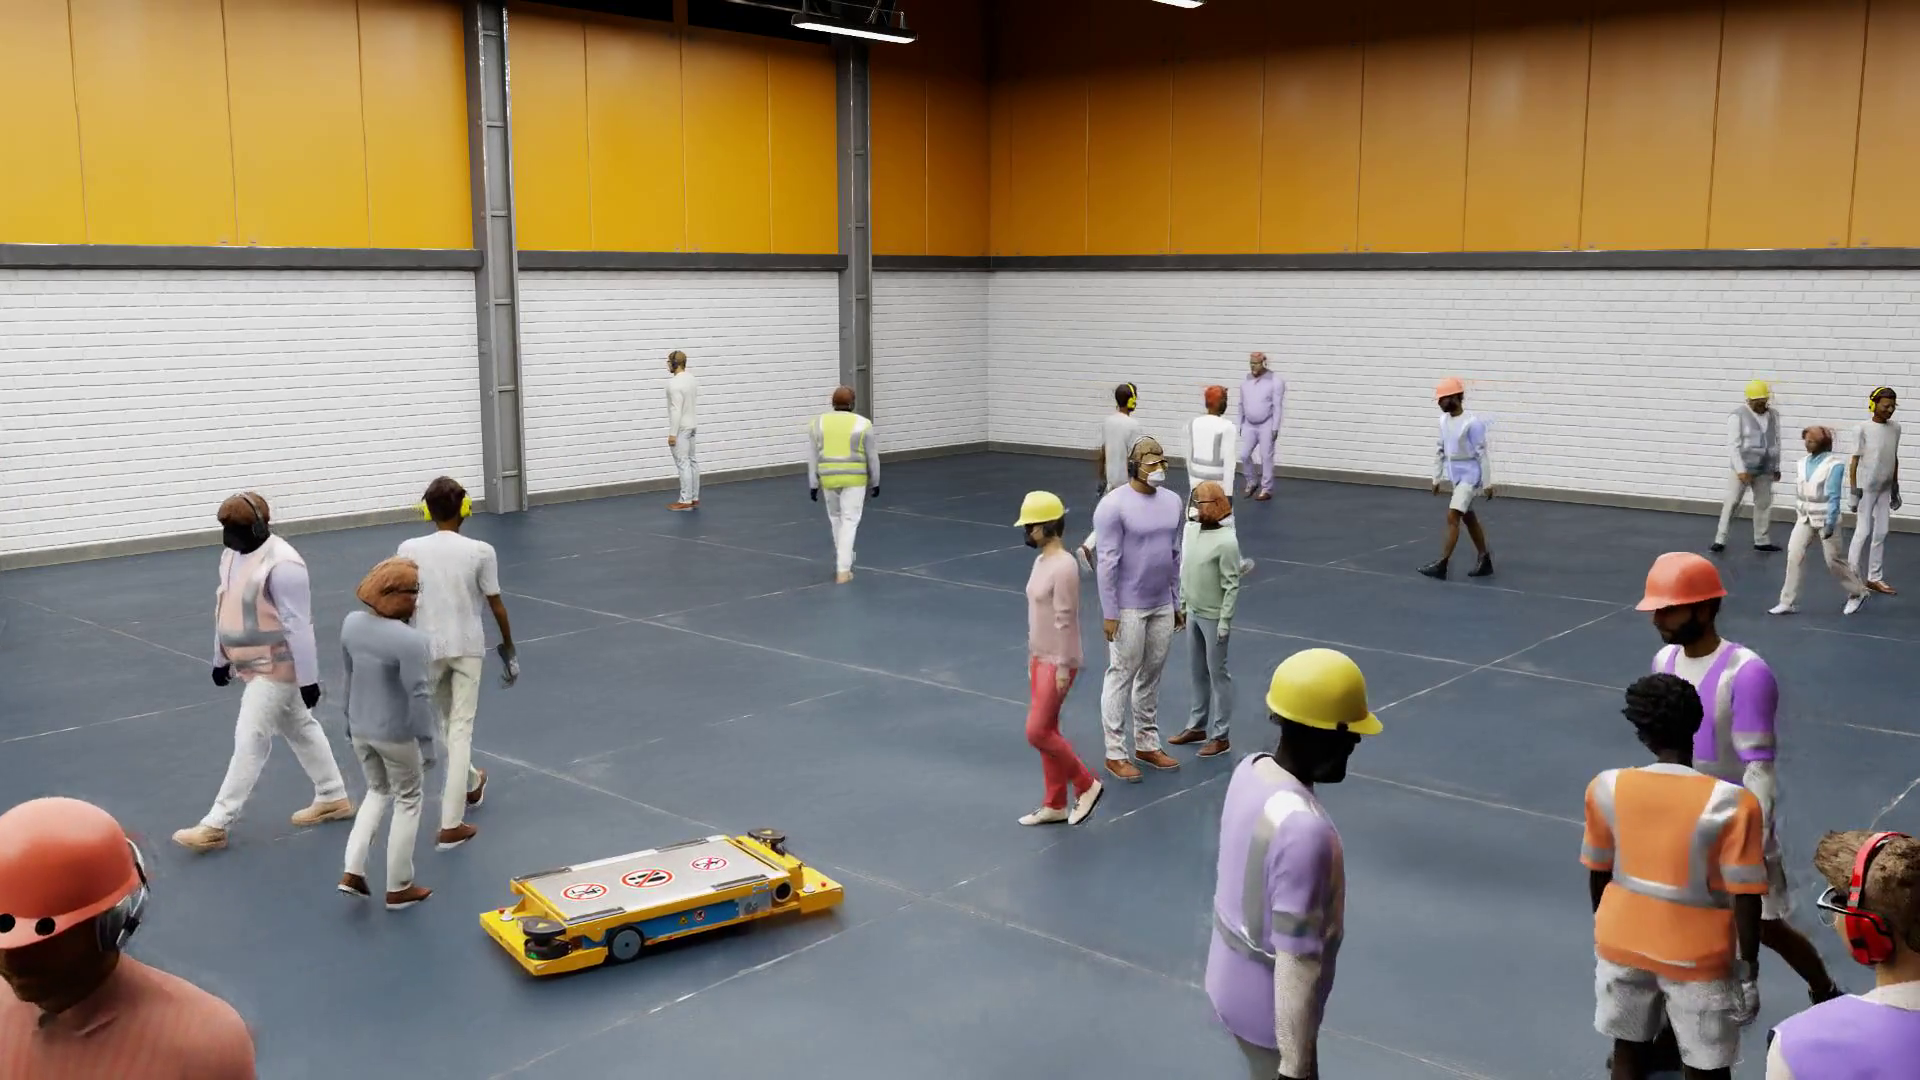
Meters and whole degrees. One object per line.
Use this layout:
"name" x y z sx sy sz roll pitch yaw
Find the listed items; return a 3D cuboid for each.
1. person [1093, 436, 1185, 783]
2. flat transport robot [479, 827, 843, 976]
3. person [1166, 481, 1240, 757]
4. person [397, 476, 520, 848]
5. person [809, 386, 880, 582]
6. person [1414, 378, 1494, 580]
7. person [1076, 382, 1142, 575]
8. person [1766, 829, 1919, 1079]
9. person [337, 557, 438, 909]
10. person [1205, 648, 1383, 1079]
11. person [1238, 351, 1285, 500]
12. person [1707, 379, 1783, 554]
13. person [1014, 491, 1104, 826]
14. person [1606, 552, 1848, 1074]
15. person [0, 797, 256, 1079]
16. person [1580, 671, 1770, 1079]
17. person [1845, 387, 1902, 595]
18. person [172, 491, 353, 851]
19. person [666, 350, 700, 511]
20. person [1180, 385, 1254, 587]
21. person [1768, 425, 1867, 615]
"person" 1.029 0.380 9.394 0.631 1.940 0.372 -8 12 -40
"flat transport robot" -1.293 1.549 7.269 1.431 0.197 0.652 -6 11 -34
"person" 1.453 0.459 9.847 0.278 1.634 0.498 -4 10 -25
"person" -2.542 0.579 8.519 0.571 1.811 0.964 0 9 3
"person" -1.051 -0.544 15.634 0.639 1.796 0.941 2 9 15
"person" 4.651 -0.568 15.502 0.970 1.874 0.572 -3 9 -17
"person" 1.434 -0.546 15.520 0.754 1.849 0.532 -8 12 -41
"person" 1.744 1.441 3.131 0.586 1.807 0.651 -1 9 -5
"person" -2.546 0.862 7.383 0.571 1.608 0.345 4 10 25
"person" 0.753 1.204 4.359 0.707 1.902 0.600 -1 9 -5
"person" 3.765 -1.435 20.942 0.666 1.888 0.441 6 11 35
"person" 8.046 -0.732 16.861 0.777 1.796 0.417 -2 9 -11
"person" 0.457 0.619 8.471 0.379 1.744 0.540 -2 9 -13
"person" 2.780 0.967 5.908 0.915 1.886 0.599 -3 10 -19
"person" -1.507 1.395 2.890 0.639 1.972 0.577 1 9 8
"person" 2.109 1.237 4.857 0.386 1.662 0.676 -7 12 -39
"person" 8.134 -0.434 14.776 0.535 1.855 0.338 -3 9 -16
"person" -3.496 0.639 8.288 0.924 1.783 0.703 -8 12 -41
"person" -3.353 -1.317 20.047 0.369 1.938 0.630 2 9 14
"person" 2.347 -0.503 15.268 0.968 1.826 0.602 -9 12 -43
"person" 7.196 -0.163 13.842 0.785 1.605 0.508 -3 9 -17
